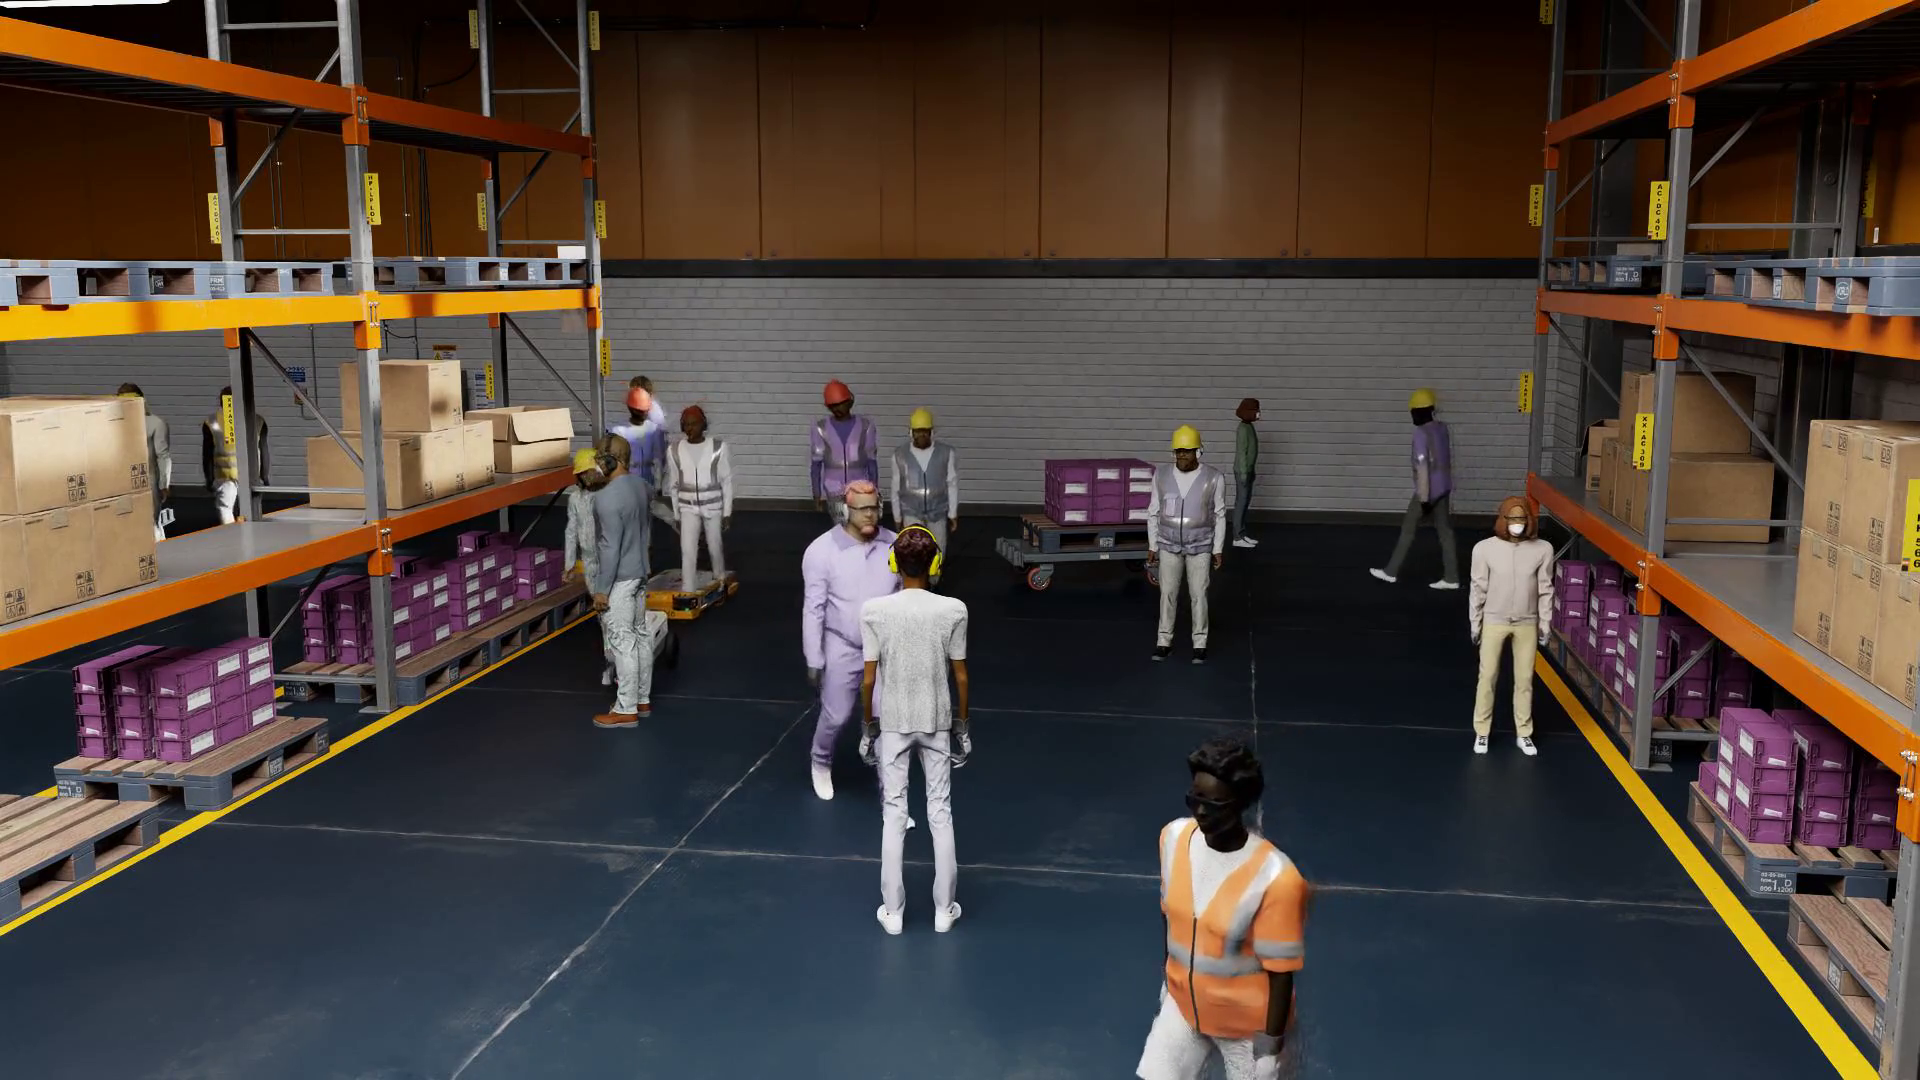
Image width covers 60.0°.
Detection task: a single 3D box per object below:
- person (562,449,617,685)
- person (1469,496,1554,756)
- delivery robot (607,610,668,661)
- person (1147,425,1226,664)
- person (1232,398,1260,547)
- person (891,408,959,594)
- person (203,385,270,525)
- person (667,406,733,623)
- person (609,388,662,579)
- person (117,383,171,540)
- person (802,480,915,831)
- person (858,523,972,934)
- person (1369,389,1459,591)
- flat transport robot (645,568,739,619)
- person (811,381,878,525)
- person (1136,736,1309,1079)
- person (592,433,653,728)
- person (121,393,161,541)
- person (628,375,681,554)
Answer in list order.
[{"bbox_3d":[-2.635,0.191,12.093,0.497,1.705,0.685,4,10,21],"label":"person"},{"bbox_3d":[3.395,0.530,10.271,0.504,1.626,0.283,1,9,5],"label":"person"},{"bbox_3d":[-2.374,0.692,12.262,0.477,0.478,0.707,0,9,-1],"label":"delivery robot"},{"bbox_3d":[1.718,0.035,12.673,0.601,1.830,0.403,3,10,18],"label":"person"},{"bbox_3d":[3.106,-0.731,18.038,0.284,1.626,0.502,3,10,20],"label":"person"},{"bbox_3d":[-0.314,-0.269,14.618,0.596,1.814,0.759,-1,9,-5],"label":"person"},{"bbox_3d":[-7.408,-0.671,17.053,0.634,1.831,0.652,-5,10,-28],"label":"person"},{"bbox_3d":[-2.251,-0.259,14.528,0.587,1.846,0.982,0,9,1],"label":"person"},{"bbox_3d":[-3.242,-0.576,16.342,0.572,1.887,0.773,-9,13,-43],"label":"person"},{"bbox_3d":[-7.808,-0.522,15.781,0.627,1.941,0.371,-1,9,-5],"label":"person"},{"bbox_3d":[-0.562,0.587,9.155,0.658,1.873,0.924,-4,10,-24],"label":"person"},{"bbox_3d":[-0.203,0.853,7.511,0.514,1.872,0.328,-1,9,-3],"label":"person"},{"bbox_3d":[4.339,-0.478,15.680,0.603,1.879,0.928,-9,13,-43],"label":"person"},{"bbox_3d":[-2.484,0.466,14.819,0.652,0.197,1.431,1,9,8],"label":"flat transport robot"},{"bbox_3d":[-1.076,-0.507,15.580,0.621,1.990,1.046,0,9,-3],"label":"person"},{"bbox_3d":[0.714,1.388,4.787,0.637,1.667,0.559,-8,12,-42],"label":"person"},{"bbox_3d":[-2.231,0.264,10.937,0.372,1.939,0.631,2,9,11],"label":"person"},{"bbox_3d":[-7.409,-0.361,14.900,0.497,1.899,0.699,0,9,-3],"label":"person"},{"bbox_3d":[-3.203,-0.775,17.441,0.635,1.925,0.629,-4,10,-23],"label":"person"}]
